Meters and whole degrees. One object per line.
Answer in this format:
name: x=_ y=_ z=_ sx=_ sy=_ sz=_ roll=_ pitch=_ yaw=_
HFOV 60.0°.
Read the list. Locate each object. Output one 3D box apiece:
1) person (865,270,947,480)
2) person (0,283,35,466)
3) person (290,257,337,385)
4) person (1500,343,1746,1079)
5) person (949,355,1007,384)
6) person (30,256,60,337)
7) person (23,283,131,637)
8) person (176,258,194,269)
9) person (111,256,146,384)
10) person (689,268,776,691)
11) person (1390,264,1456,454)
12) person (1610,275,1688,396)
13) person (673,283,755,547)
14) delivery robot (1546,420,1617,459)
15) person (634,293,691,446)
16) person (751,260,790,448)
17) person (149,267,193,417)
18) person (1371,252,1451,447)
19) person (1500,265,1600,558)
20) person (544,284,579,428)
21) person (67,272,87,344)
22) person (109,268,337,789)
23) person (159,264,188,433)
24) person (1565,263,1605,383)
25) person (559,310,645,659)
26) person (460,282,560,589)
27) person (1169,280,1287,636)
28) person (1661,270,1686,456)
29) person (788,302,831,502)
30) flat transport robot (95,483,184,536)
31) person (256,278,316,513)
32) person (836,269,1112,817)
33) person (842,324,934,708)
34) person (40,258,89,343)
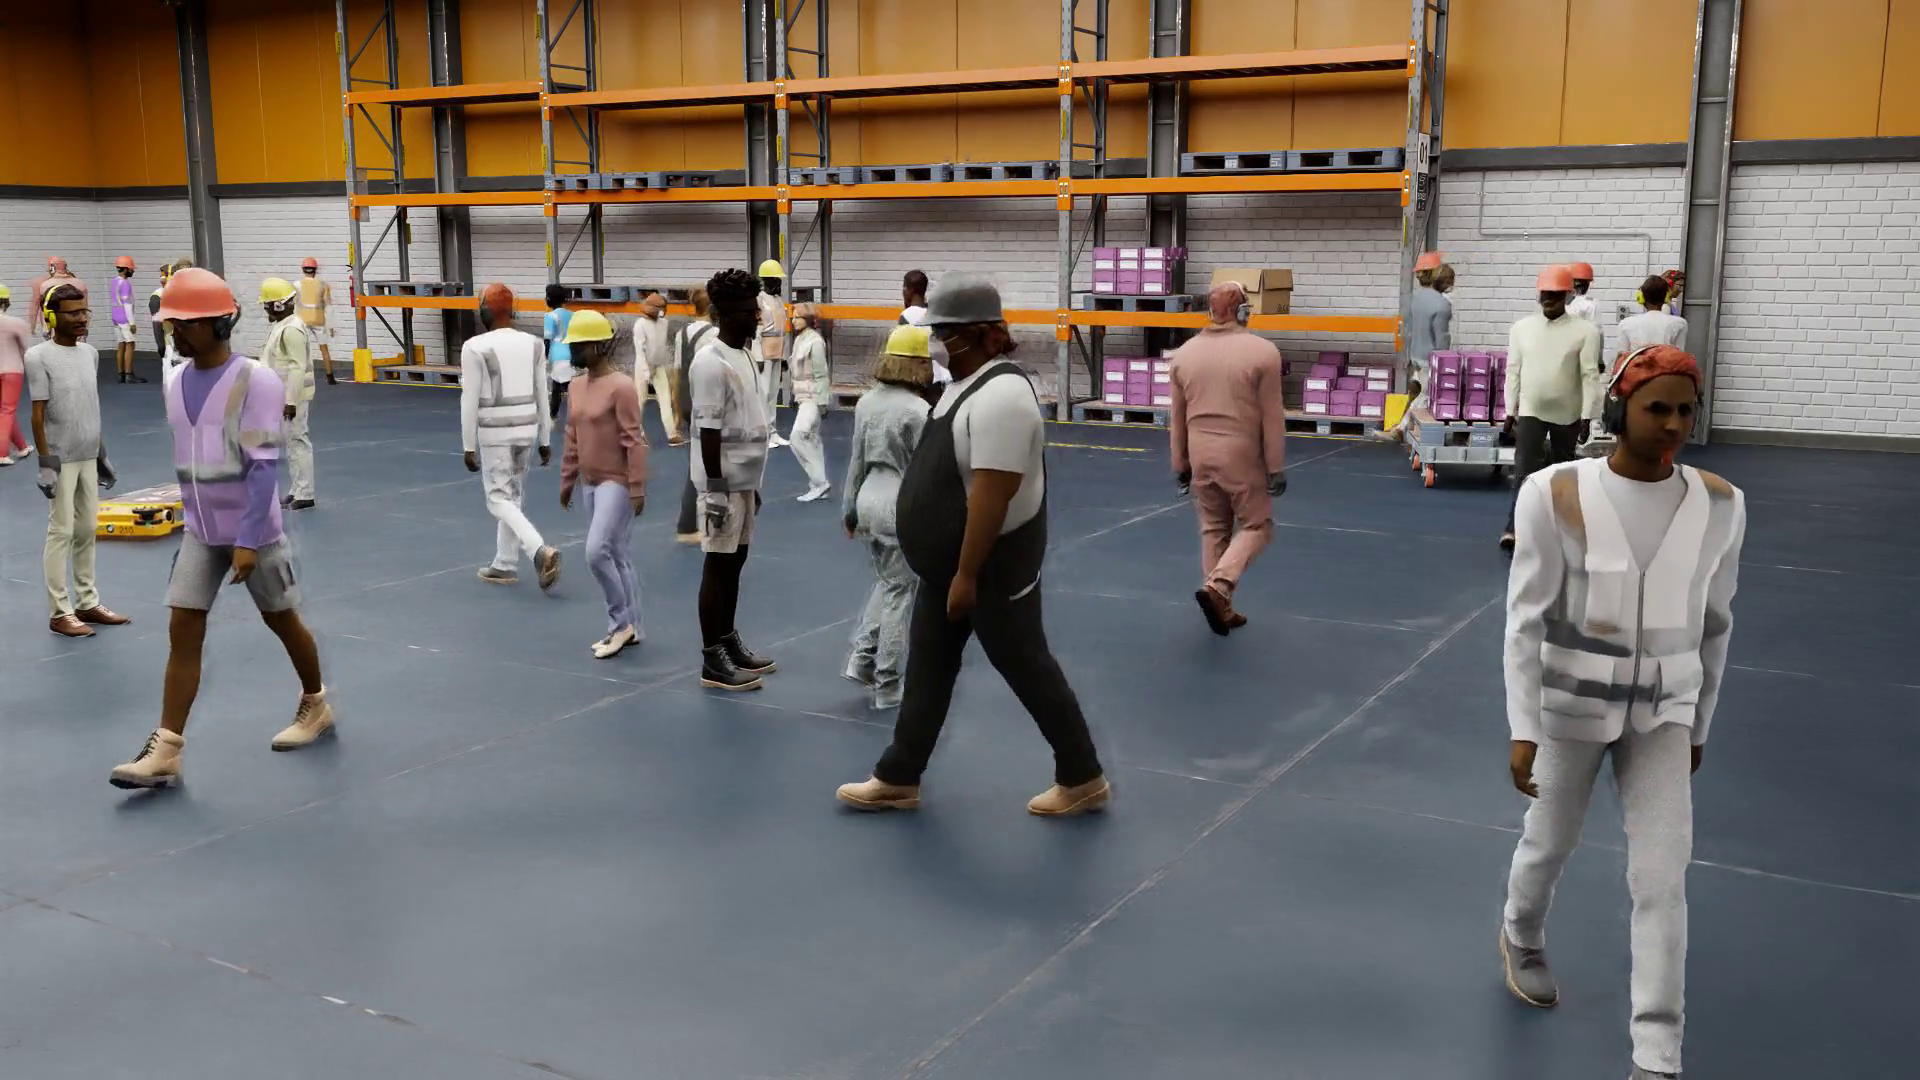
person: x=-0.380 y=-1.331 z=14.029 sx=1.018 sy=1.859 sz=0.611 roll=7 pitch=12 yaw=34
person: x=-9.094 y=-1.587 z=15.877 sx=0.543 sy=1.711 sz=0.900 roll=-1 pitch=10 yaw=-3
person: x=-9.647 y=-3.247 z=24.750 sx=0.560 sy=1.927 sz=0.428 roll=-4 pitch=11 yaw=-21
person: x=1.626 y=0.423 z=4.192 sx=0.579 sy=1.843 sz=0.949 roll=1 pitch=10 yaw=5
person: x=0.155 y=-1.281 z=14.409 sx=0.503 sy=1.633 sz=0.292 roll=2 pitch=10 yaw=12
person: x=-13.279 y=-3.203 z=24.461 sx=1.058 sy=1.927 sz=0.648 roll=9 pitch=13 yaw=41
person: x=-4.736 y=-0.429 z=8.908 sx=0.330 sy=1.872 sz=0.512 roll=2 pitch=10 yaw=10
person: x=-11.098 y=-3.113 z=24.025 sx=0.641 sy=1.914 sz=0.911 roll=-4 pitch=11 yaw=-23
person: x=-12.599 y=-3.324 z=25.155 sx=0.411 sy=1.927 sz=0.555 roll=-9 pitch=13 yaw=-41
person: x=-1.077 y=-0.290 z=7.849 sx=0.368 sy=1.965 sz=0.609 roll=2 pitch=10 yaw=9
person: x=4.656 y=-1.768 z=16.410 sx=0.418 sy=1.895 sz=0.677 roll=-2 pitch=10 yaw=-12
person: x=5.360 y=-1.133 z=12.995 sx=0.546 sy=1.838 sz=0.841 roll=3 pitch=11 yaw=18
person: x=-1.689 y=-0.882 z=11.654 sx=0.527 sy=1.802 sz=0.906 roll=10 pitch=14 yaw=43
delivery robot: x=5.707 y=-0.944 z=15.278 sx=0.477 sy=0.478 sz=0.707 roll=-2 pitch=10 yaw=-12
person: x=-3.118 y=-1.740 z=17.096 sx=0.813 sy=1.582 sz=0.515 roll=7 pitch=12 yaw=36
person: x=-1.953 y=-1.916 z=17.162 sx=0.371 sy=1.929 sz=0.584 roll=4 pitch=11 yaw=20
person: x=-9.458 y=-2.392 z=20.148 sx=0.432 sy=1.836 sz=0.618 roll=5 pitch=11 yaw=28
person: x=4.726 y=-1.942 z=17.115 sx=1.004 sy=1.992 sz=0.622 roll=1 pitch=10 yaw=5
person: x=3.933 y=-0.859 z=11.138 sx=0.641 sy=1.931 sz=1.098 roll=6 pitch=12 yaw=32
person: x=-4.431 y=-2.047 z=18.689 sx=0.869 sy=1.659 sz=0.542 roll=3 pitch=10 yaw=16
person: x=-15.142 y=-3.751 z=28.386 sx=0.500 sy=1.633 sz=0.280 roll=-7 pitch=12 yaw=-34
person: x=-2.877 y=-0.056 z=6.504 sx=0.602 sy=1.989 sz=1.068 roll=4 pitch=11 yaw=20
person: x=-8.700 y=-2.116 z=18.478 sx=0.345 sy=1.867 sz=0.571 roll=-4 pitch=11 yaw=-20
person: x=6.229 y=-1.828 z=16.755 sx=0.930 sy=1.891 sz=0.547 roll=-7 pitch=12 yaw=-35
person: x=-1.817 y=-0.275 z=8.371 sx=0.546 sy=1.747 sz=0.516 roll=10 pitch=14 yaw=44
person: x=-2.682 y=-0.609 z=9.972 sx=0.817 sy=1.859 sz=0.586 roll=8 pitch=13 yaw=38
person: x=1.392 y=-0.415 z=8.765 sx=0.670 sy=1.890 sz=0.578 roll=8 pitch=13 yaw=39
person: x=6.924 y=-1.742 z=16.434 sx=0.372 sy=1.838 sz=0.563 roll=2 pitch=10 yaw=13
person: x=-1.236 y=-1.102 z=13.423 sx=0.387 sy=1.626 sz=0.518 roll=-3 pitch=11 yaw=-18
flat transport robot: x=-5.911 y=-0.245 z=12.390 sx=0.652 sy=0.197 sz=1.431 roll=1 pitch=10 yaw=5
person: x=-5.248 y=-1.126 z=12.985 sx=0.403 sy=1.823 sz=0.586 roll=-5 pitch=11 yaw=-25
person: x=0.096 y=0.005 z=5.969 sx=0.987 sy=2.000 sz=0.686 roll=-3 pitch=10 yaw=-15
person: x=-0.295 y=-0.105 z=7.495 sx=0.547 sy=1.720 sz=0.432 roll=10 pitch=14 yaw=44
person: x=-12.467 y=-2.964 z=23.169 sx=0.410 sy=1.906 sz=0.642 roll=7 pitch=12 yaw=35
